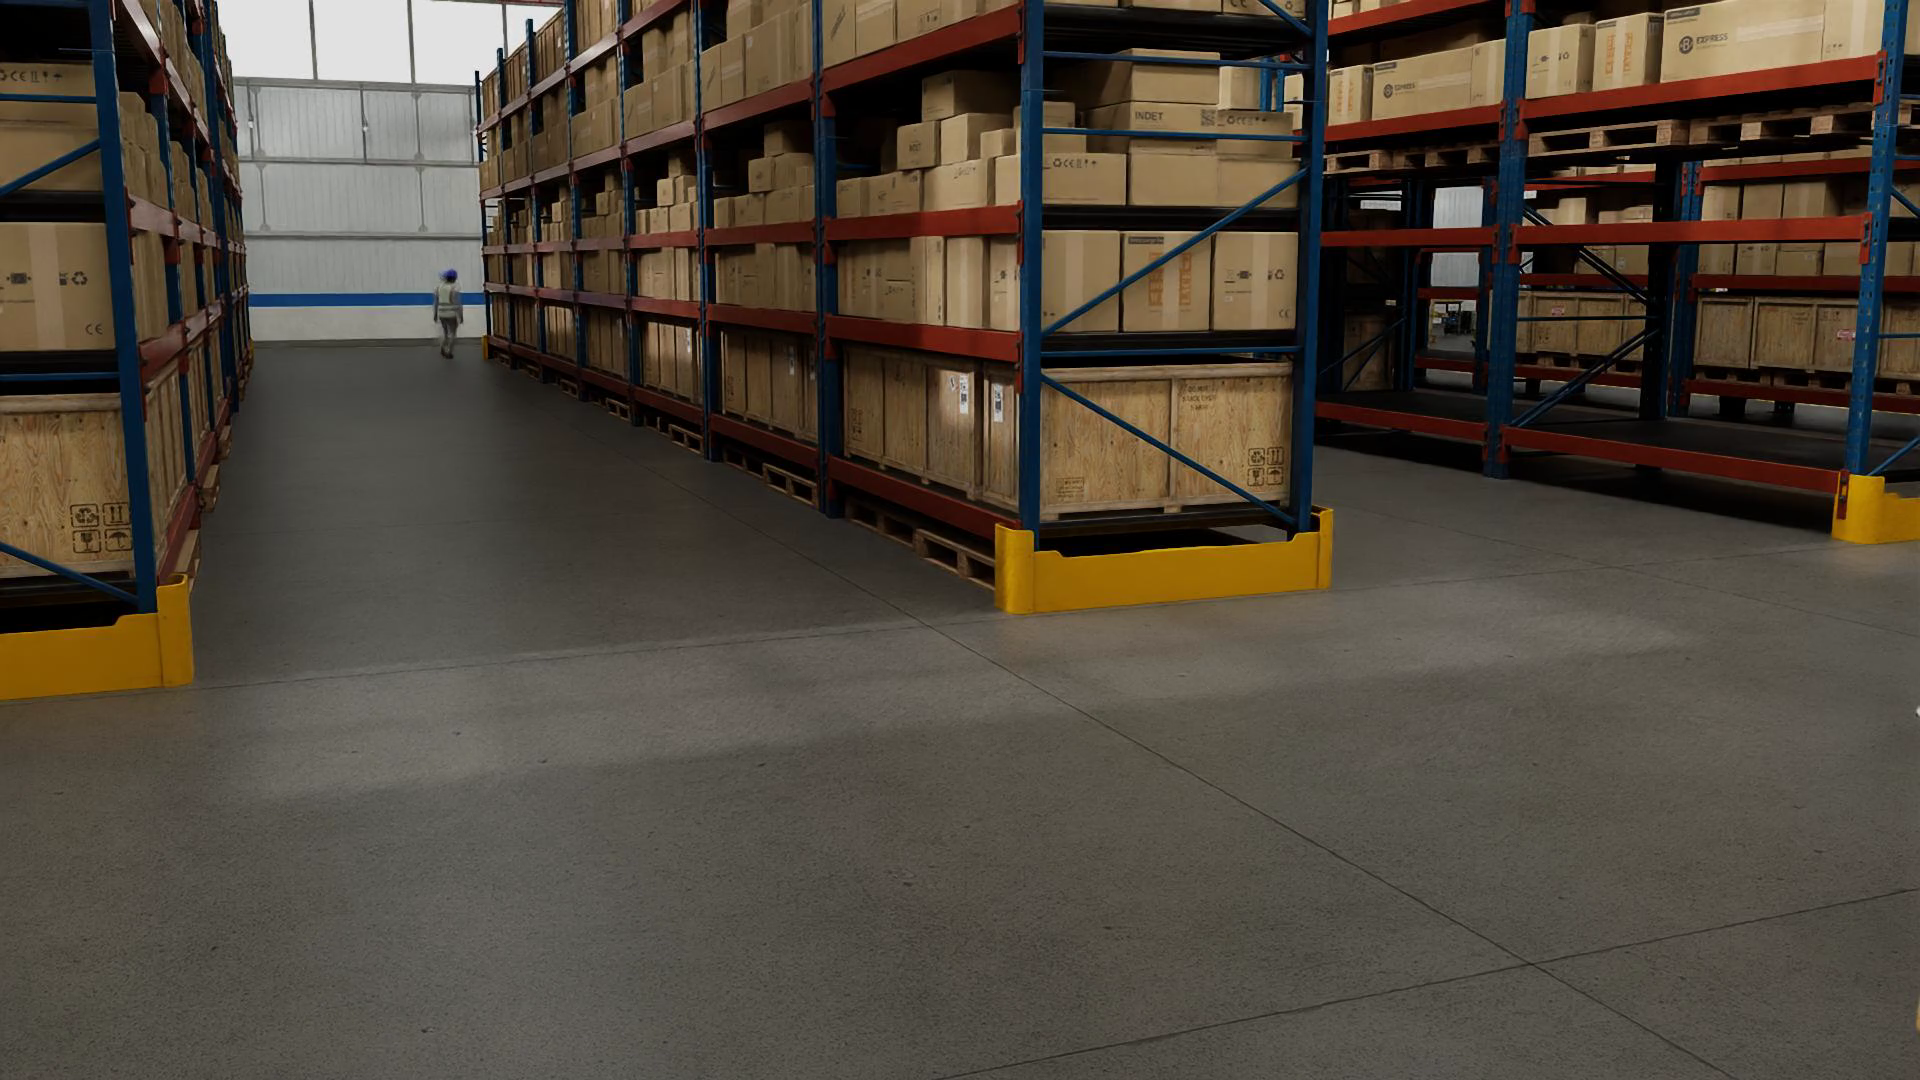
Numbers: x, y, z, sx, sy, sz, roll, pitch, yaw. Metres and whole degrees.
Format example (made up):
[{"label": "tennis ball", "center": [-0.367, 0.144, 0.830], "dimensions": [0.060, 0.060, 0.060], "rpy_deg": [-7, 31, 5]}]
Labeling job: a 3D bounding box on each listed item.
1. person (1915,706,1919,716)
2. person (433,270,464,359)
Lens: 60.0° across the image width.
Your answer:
[{"label": "person", "center": [4.617, -0.097, 7.396], "dimensions": [0.640, 1.899, 0.398], "rpy_deg": [0, 9, 1]}, {"label": "person", "center": [-11.010, -4.868, 35.930], "dimensions": [0.664, 1.913, 0.544], "rpy_deg": [3, 10, 17]}]
